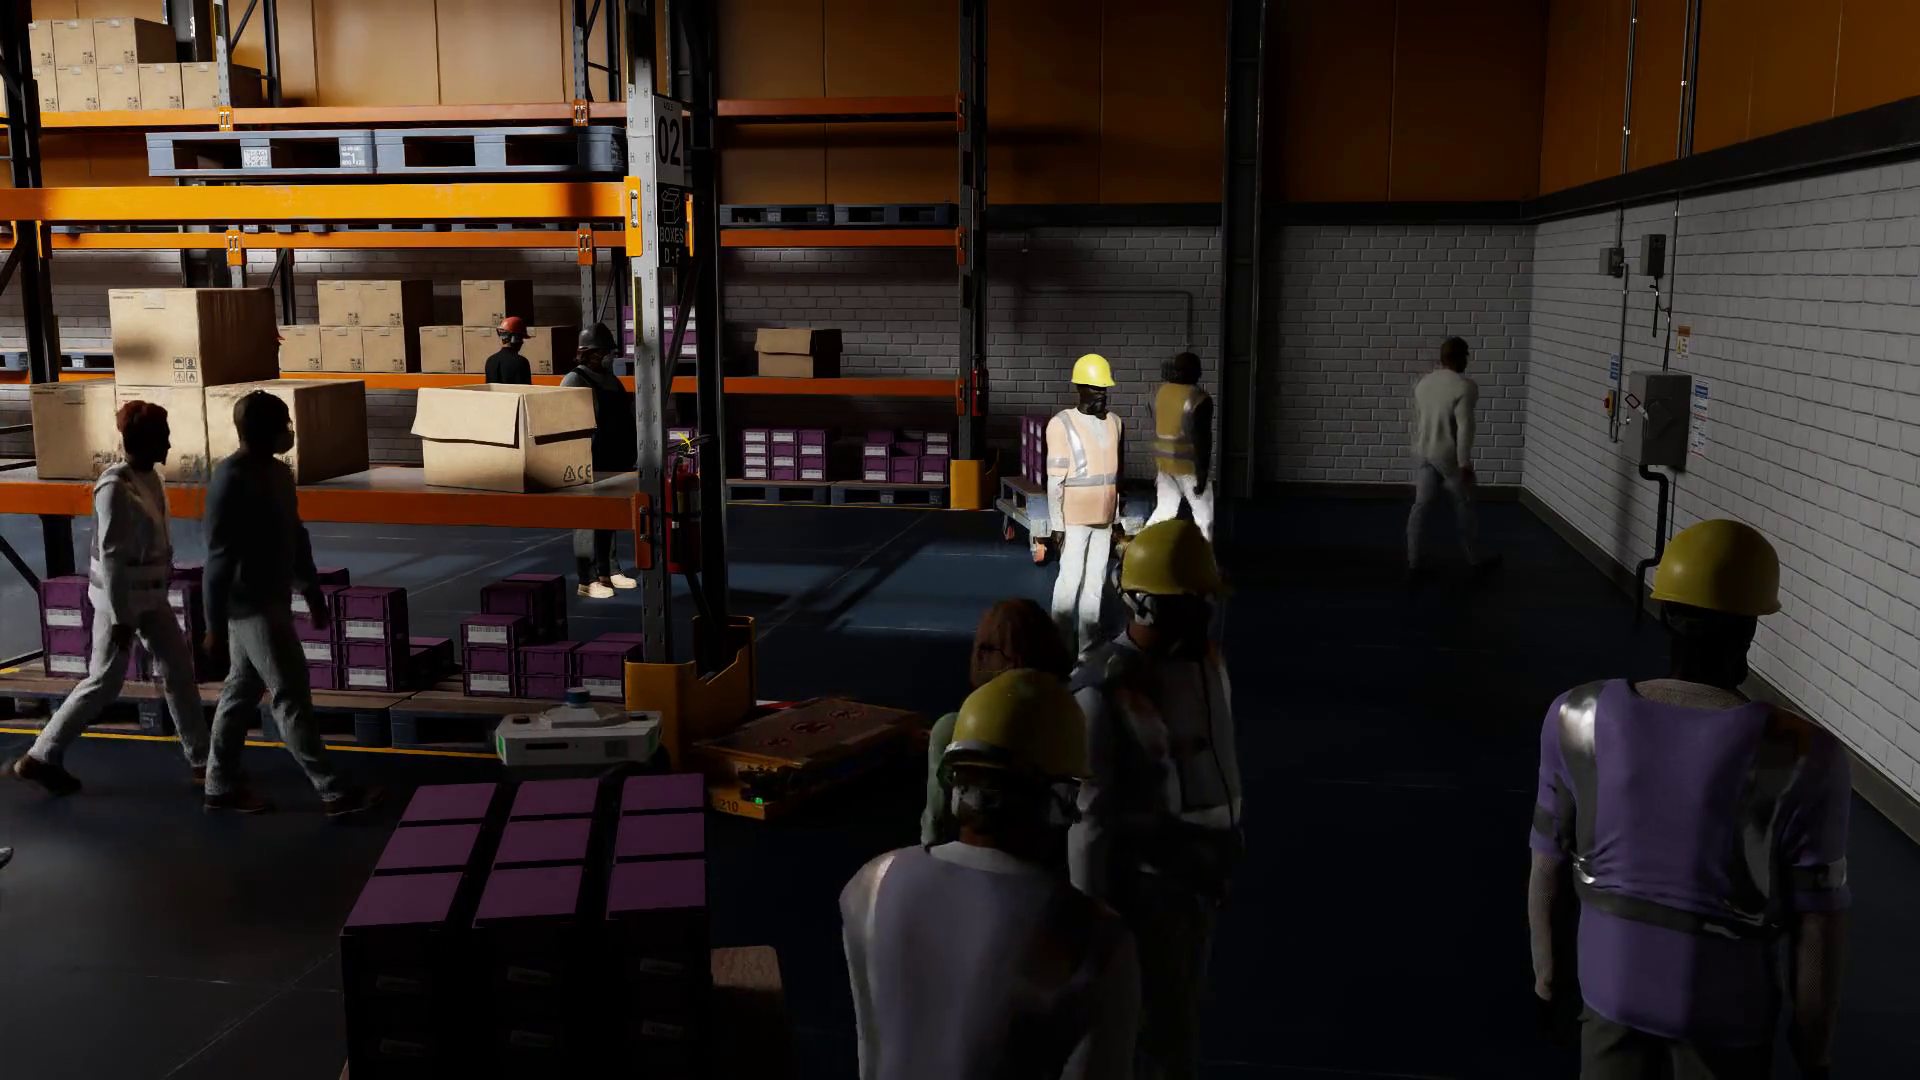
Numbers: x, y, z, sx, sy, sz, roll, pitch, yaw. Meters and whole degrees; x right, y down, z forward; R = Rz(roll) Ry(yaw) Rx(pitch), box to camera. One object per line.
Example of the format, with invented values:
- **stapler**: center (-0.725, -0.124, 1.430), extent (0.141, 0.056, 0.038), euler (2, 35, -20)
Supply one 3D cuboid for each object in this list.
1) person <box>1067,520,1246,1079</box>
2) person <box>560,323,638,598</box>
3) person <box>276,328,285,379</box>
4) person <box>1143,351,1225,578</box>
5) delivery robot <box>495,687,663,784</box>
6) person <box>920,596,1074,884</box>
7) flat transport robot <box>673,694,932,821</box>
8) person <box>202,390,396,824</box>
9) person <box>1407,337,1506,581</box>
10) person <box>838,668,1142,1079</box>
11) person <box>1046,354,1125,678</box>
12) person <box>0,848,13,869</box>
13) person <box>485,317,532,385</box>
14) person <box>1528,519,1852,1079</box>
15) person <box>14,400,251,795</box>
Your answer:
- **person**: center (0.460, 0.831, 4.253), extent (0.747, 1.811, 0.604), euler (7, 12, 39)
- **person**: center (-2.655, -0.604, 12.431), extent (0.538, 2.000, 0.684), euler (3, 10, 16)
- **person**: center (-6.649, -1.133, 16.030), extent (0.361, 1.939, 0.543), euler (-5, 10, -28)
- **person**: center (1.674, -0.557, 12.891), extent (0.806, 1.805, 0.629), euler (-8, 12, -41)
- **delivery robot**: center (-1.692, 0.899, 7.414), extent (0.707, 0.478, 0.477), euler (-1, 9, -5)
- **person**: center (0.170, 0.943, 4.208), extent (0.491, 1.603, 0.773), euler (-4, 10, -24)
- **flat transport robot**: center (-0.743, 1.004, 7.931), extent (0.652, 0.197, 1.431), euler (5, 11, 31)
- **person**: center (-2.935, 0.300, 7.261), extent (0.966, 1.893, 0.672), euler (-1, 9, -4)
- **person**: center (3.898, -0.634, 13.053), extent (0.970, 1.895, 0.657), euler (-5, 10, -28)
- **person**: center (0.034, 1.104, 2.682), extent (0.616, 1.777, 0.909), euler (7, 11, 37)
- **person**: center (0.771, -0.148, 9.951), extent (0.595, 1.925, 0.375), euler (-8, 12, -42)
- **person**: center (-4.310, 0.490, 6.299), extent (1.099, 1.839, 0.662), euler (-4, 10, -24)
- **person**: center (-4.230, -1.119, 15.798), extent (0.610, 1.986, 0.392), euler (7, 11, 35)
- **person**: center (1.459, 0.913, 3.373), extent (0.595, 1.925, 0.372), euler (8, 12, 39)
- **person**: center (-3.870, 0.275, 7.654), extent (0.965, 1.836, 0.629), euler (0, 9, -3)
